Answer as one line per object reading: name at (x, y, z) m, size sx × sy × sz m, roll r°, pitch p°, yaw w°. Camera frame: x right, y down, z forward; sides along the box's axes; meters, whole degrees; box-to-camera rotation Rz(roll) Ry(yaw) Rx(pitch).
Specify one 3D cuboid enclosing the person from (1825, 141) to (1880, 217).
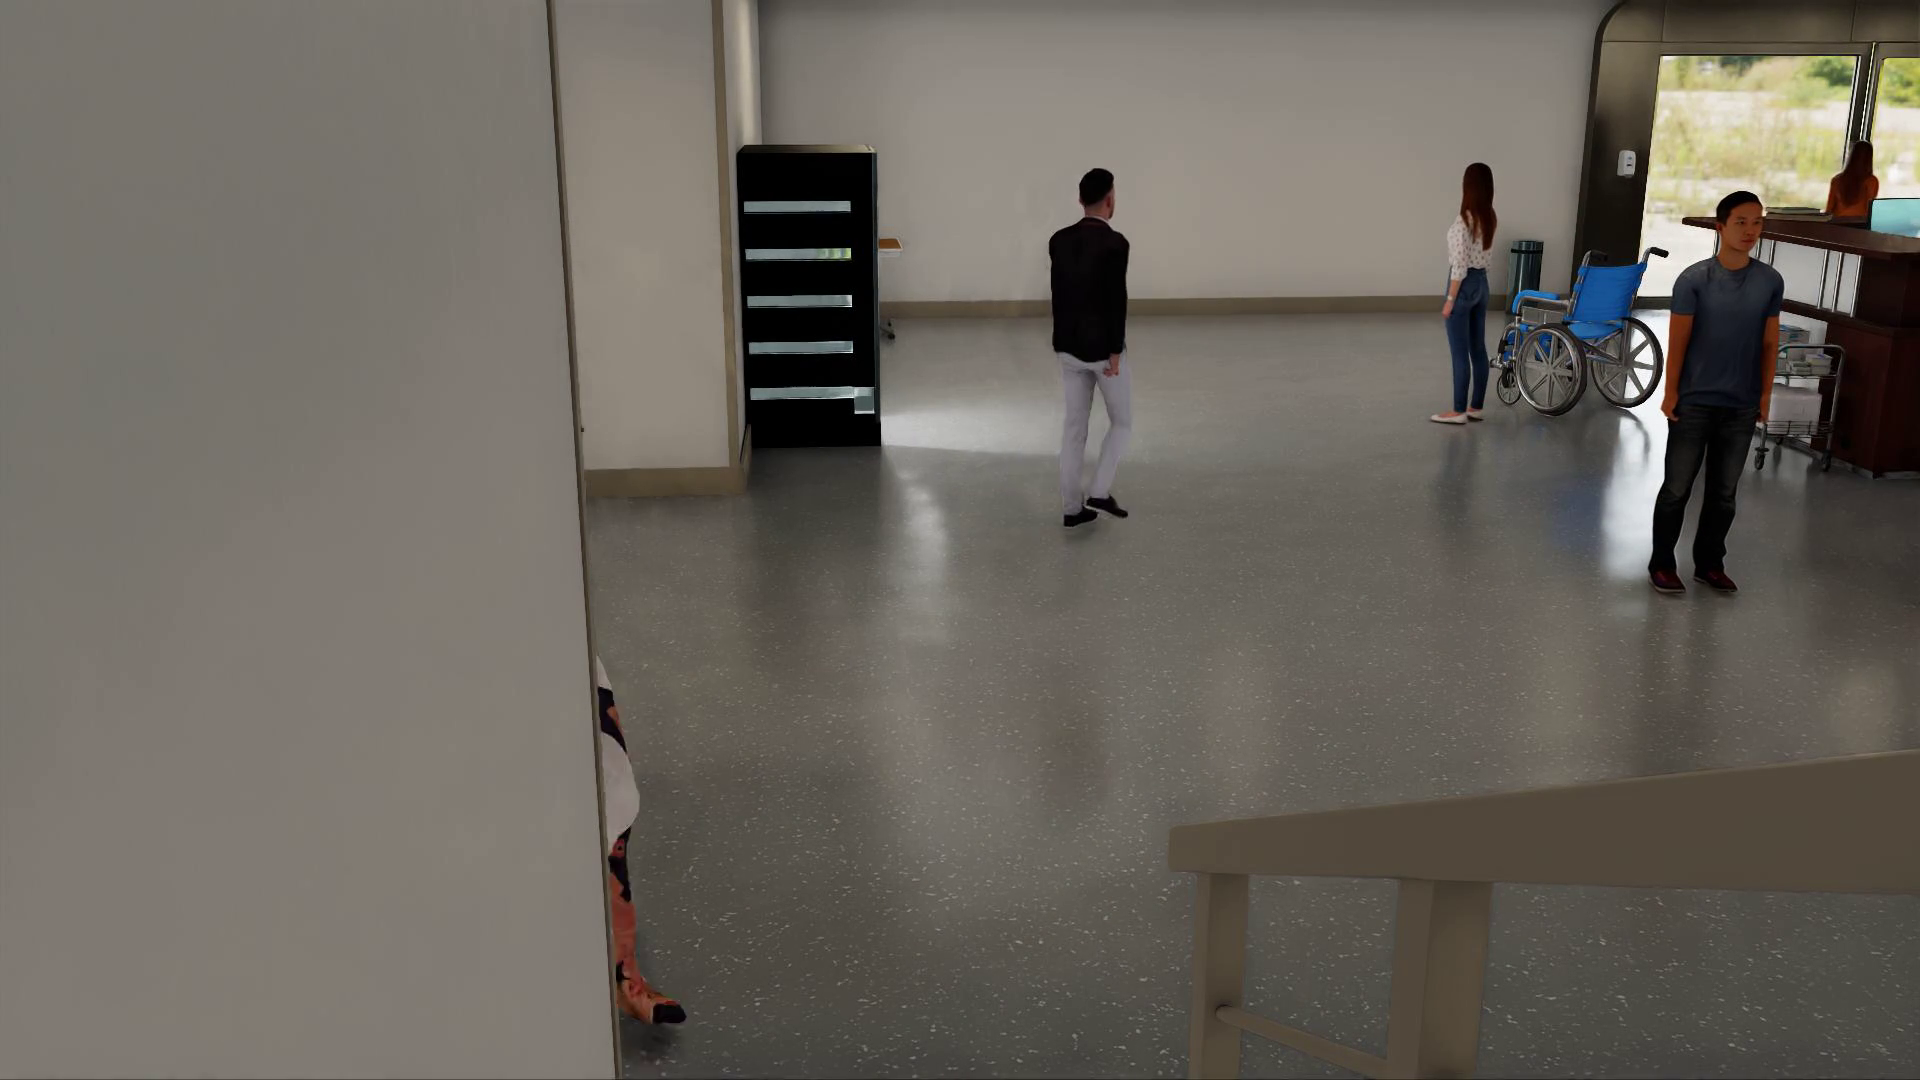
person at (7.970, -2.709, 14.937) m, size 0.760 × 1.718 × 0.654 m, roll -10°, pitch 19°, yaw -33°

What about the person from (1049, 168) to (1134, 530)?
person at (0.608, -0.949, 8.484) m, size 0.786 × 1.831 × 0.838 m, roll 11°, pitch 19°, yaw 35°

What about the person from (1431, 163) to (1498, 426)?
person at (3.419, -1.652, 11.169) m, size 0.654 × 1.728 × 0.676 m, roll -13°, pitch 20°, yaw -38°

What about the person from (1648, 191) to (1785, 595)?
person at (3.368, -0.646, 7.455) m, size 0.662 × 1.807 × 0.579 m, roll 1°, pitch 16°, yaw 2°
